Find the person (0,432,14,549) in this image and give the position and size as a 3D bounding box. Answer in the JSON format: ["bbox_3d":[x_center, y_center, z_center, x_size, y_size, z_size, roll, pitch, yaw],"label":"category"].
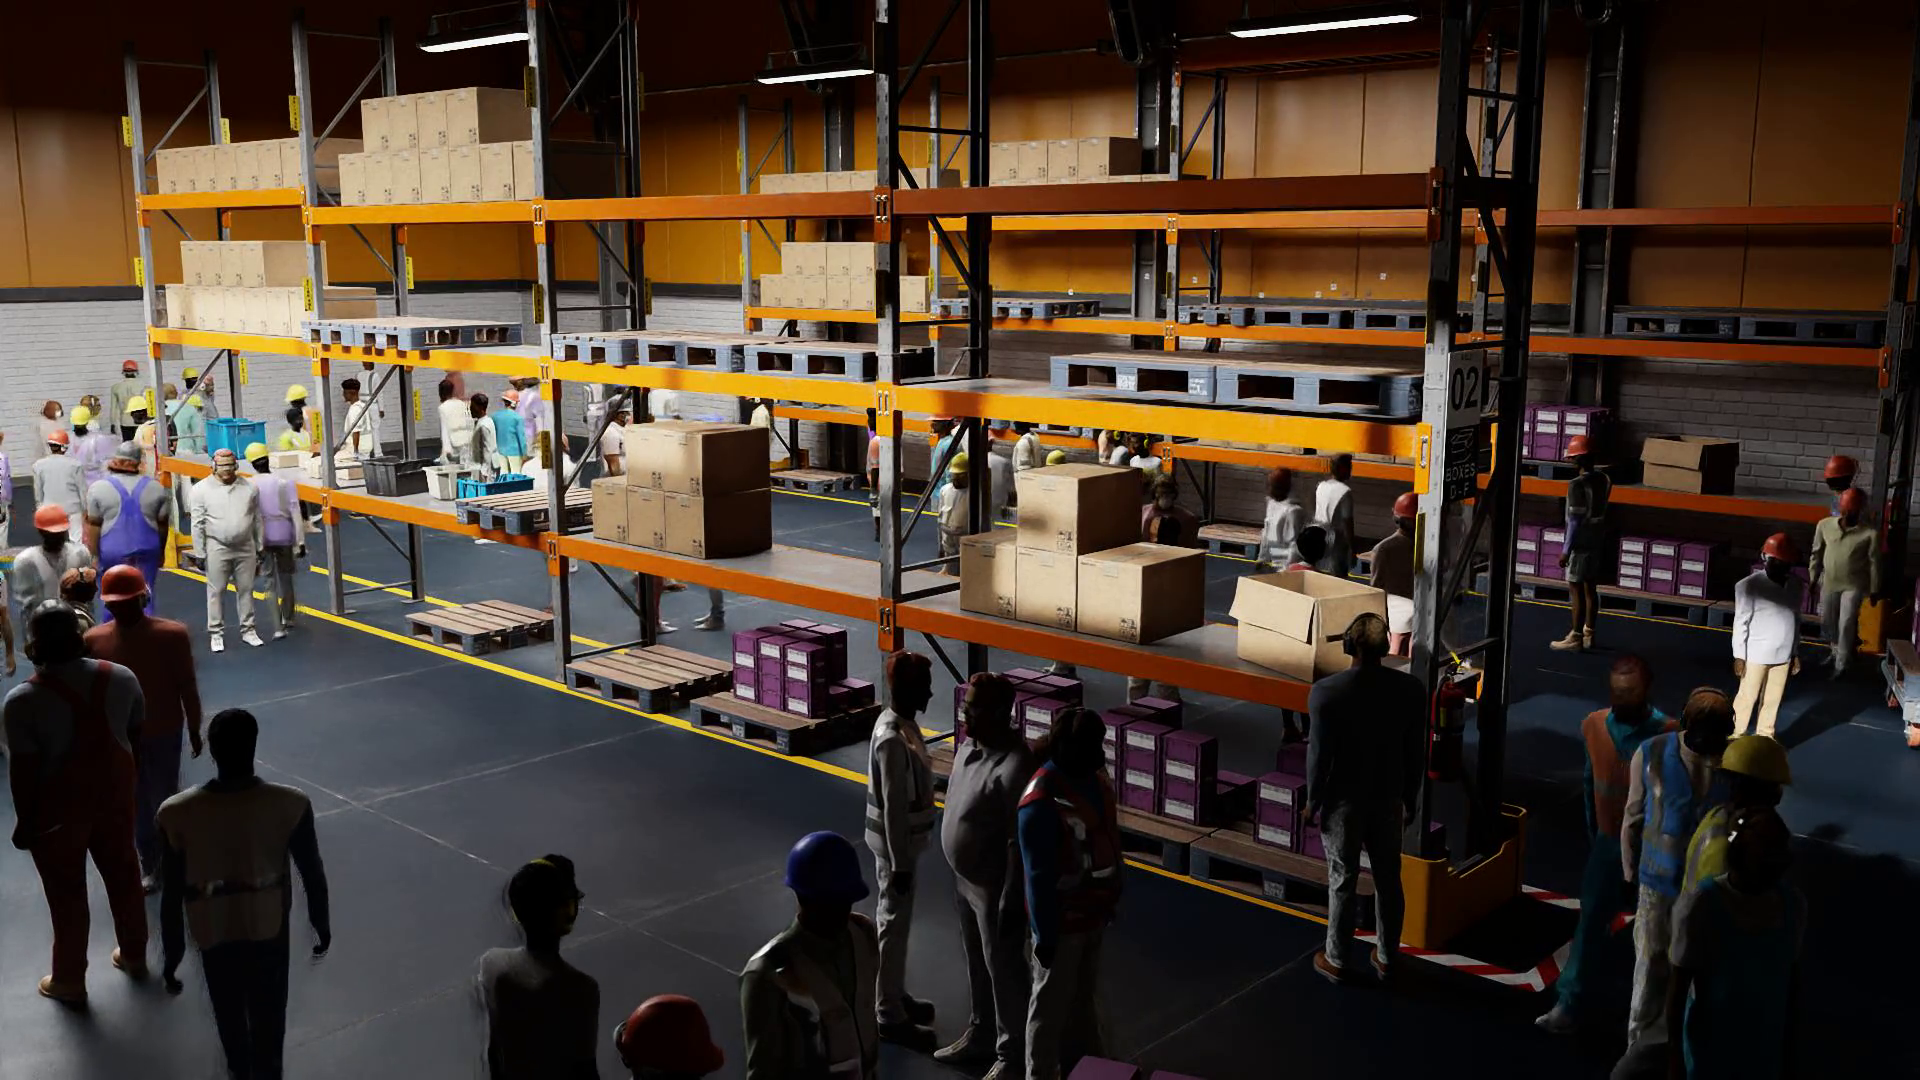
[{"bbox_3d":[-11.400,-0.495,19.652,0.524,1.631,0.318,4,11,21],"label":"person"}]

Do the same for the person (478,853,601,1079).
[{"bbox_3d":[-1.317,1.913,5.385,0.562,1.858,0.420,6,12,31],"label":"person"}]

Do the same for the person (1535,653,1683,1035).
[{"bbox_3d":[3.175,1.464,7.924,1.012,1.864,0.607,-9,14,-42],"label":"person"}]

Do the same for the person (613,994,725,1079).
[{"bbox_3d":[-0.824,2.096,4.696,0.354,1.738,0.574,-1,10,-4],"label":"person"}]

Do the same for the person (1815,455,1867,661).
[{"bbox_3d":[8.017,0.166,15.139,0.517,1.904,0.576,2,10,12],"label":"person"}]

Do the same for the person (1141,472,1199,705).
[{"bbox_3d":[1.651,0.405,13.692,0.629,1.940,0.373,-1,10,-4],"label":"person"}]

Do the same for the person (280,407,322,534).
[{"bbox_3d":[-8.783,-0.919,21.925,0.695,1.676,0.539,2,10,13],"label":"person"}]

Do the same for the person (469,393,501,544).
[{"bbox_3d":[-6.051,-0.914,21.206,0.392,1.920,0.589,-3,11,-18],"label":"person"}]

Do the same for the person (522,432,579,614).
[{"bbox_3d":[-4.258,-0.201,17.317,0.647,1.880,0.990,3,10,15],"label":"person"}]

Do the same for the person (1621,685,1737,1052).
[{"bbox_3d":[3.302,1.551,7.500,0.624,1.840,0.429,4,11,23],"label":"person"}]

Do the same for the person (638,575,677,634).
[{"bbox_3d":[-3.003,-0.024,16.221,0.410,1.908,0.598,-6,12,-31],"label":"person"}]

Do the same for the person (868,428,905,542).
[{"bbox_3d":[-0.912,-0.911,21.184,0.392,1.923,0.553,9,13,40],"label":"person"}]

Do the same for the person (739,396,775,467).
[{"bbox_3d":[-3.013,-1.587,24.867,0.616,1.967,0.494,-8,13,-37],"label":"person"}]

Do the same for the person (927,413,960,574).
[{"bbox_3d":[-0.180,-0.500,18.506,0.378,2.045,0.605,-1,10,-5],"label":"person"}]

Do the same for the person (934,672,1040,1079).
[{"bbox_3d":[0.115,1.521,7.461,0.409,1.913,0.645,-4,11,-23],"label":"person"}]

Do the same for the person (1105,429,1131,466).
[{"bbox_3d":[1.776,-0.436,18.673,0.318,1.859,0.547,1,10,8],"label":"person"}]

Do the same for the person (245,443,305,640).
[{"bbox_3d":[-6.710,-0.008,16.198,0.611,1.870,0.899,-4,11,-19],"label":"person"}]

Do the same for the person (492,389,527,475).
[{"bbox_3d":[-6.411,-1.283,23.797,0.574,1.742,0.355,5,11,28],"label":"person"}]

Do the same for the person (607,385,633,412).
[{"bbox_3d":[-4.831,-1.432,24.101,0.613,1.932,0.531,5,11,24],"label":"person"}]

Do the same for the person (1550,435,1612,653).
[{"bbox_3d":[5.778,0.037,15.504,0.605,2.035,0.385,-9,14,-42],"label":"person"}]

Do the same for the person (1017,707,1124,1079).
[{"bbox_3d":[0.488,1.609,7.201,0.430,1.836,0.619,6,11,29],"label":"person"}]

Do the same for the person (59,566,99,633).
[{"bbox_3d":[-5.927,0.991,11.251,0.313,1.634,0.514,-6,12,-32],"label":"person"}]

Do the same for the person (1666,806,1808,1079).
[{"bbox_3d":[2.768,1.824,5.963,0.509,1.838,0.338,-1,10,-8],"label":"person"}]

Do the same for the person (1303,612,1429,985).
[{"bbox_3d":[2.058,1.320,8.513,0.627,1.941,0.371,-1,10,-6],"label":"person"}]

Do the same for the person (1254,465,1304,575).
[{"bbox_3d":[2.893,0.235,14.927,0.612,1.848,0.667,-1,10,-8],"label":"person"}]

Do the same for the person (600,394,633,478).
[{"bbox_3d":[-3.971,-0.711,19.711,0.538,2.000,0.684,-1,10,-3],"label":"person"}]

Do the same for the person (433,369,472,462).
[{"bbox_3d":[-8.853,-2.325,29.361,0.929,1.873,0.656,-5,11,-24],"label":"person"}]

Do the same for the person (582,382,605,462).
[{"bbox_3d":[-6.419,-2.184,29.200,0.312,1.632,0.519,6,12,31],"label":"person"}]

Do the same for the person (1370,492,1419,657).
[{"bbox_3d":[3.301,0.619,12.357,0.617,1.986,0.408,-6,12,-30],"label":"person"}]

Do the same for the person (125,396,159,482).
[{"bbox_3d":[-10.185,-0.848,20.859,0.397,1.912,0.592,-6,11,-29],"label":"person"}]

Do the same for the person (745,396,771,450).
[{"bbox_3d":[-2.954,-1.379,24.346,0.355,1.737,0.577,-2,10,-13],"label":"person"}]

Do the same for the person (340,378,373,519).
[{"bbox_3d":[-8.371,-1.273,23.141,0.374,1.958,0.599,-3,10,-14],"label":"person"}]
